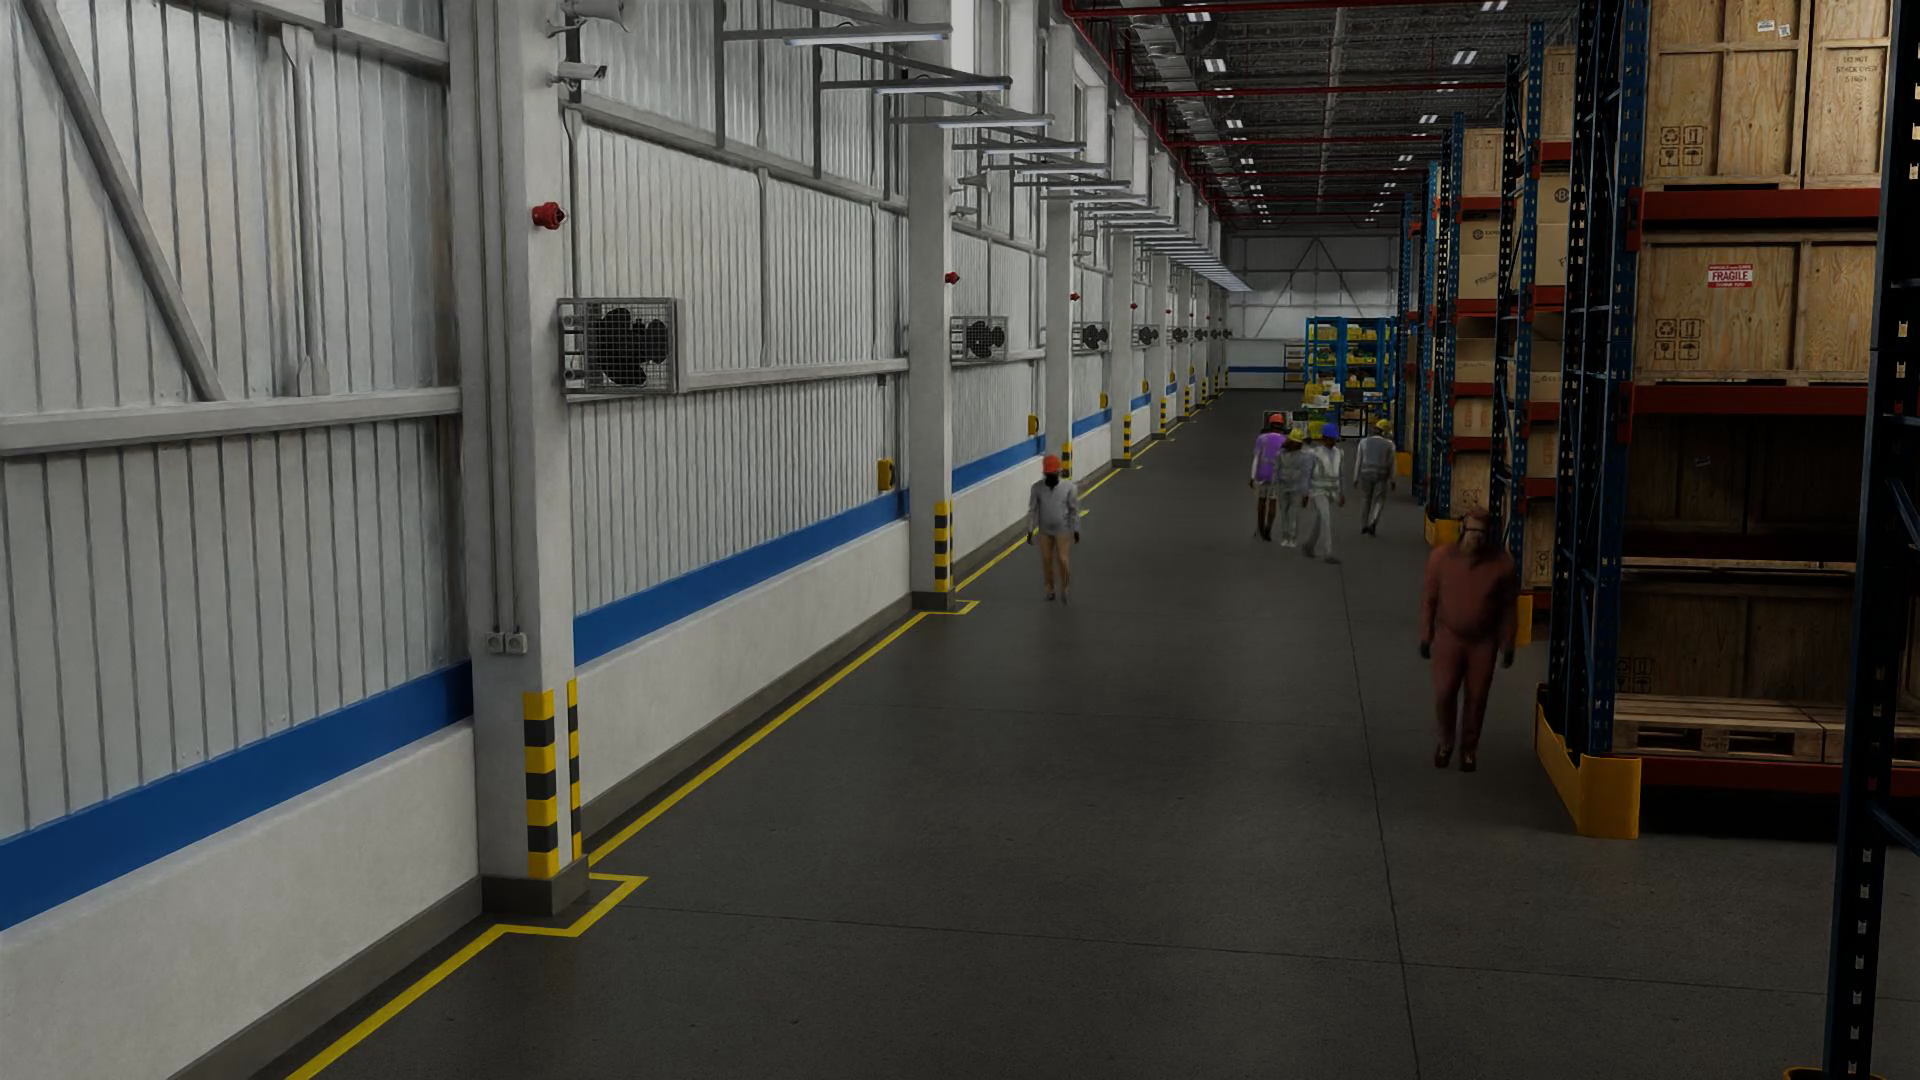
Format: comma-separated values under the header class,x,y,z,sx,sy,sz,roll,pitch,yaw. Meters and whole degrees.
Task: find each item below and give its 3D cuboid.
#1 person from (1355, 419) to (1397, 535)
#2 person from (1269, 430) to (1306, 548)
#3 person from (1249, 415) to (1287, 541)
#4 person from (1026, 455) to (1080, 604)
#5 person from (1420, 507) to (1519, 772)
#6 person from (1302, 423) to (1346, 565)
class,x,y,z,sx,sy,sz,roll,pitch,yaw
person,6.312,-0.951,25.334,0.662,1.790,0.594,4,8,31
person,4.708,-0.717,23.793,0.519,1.693,0.860,2,7,15
person,4.668,-0.945,25.003,0.610,1.858,0.982,2,7,12
person,1.072,-0.129,19.057,0.598,1.712,0.531,2,7,14
person,3.582,0.702,11.697,0.666,1.882,0.477,2,7,14
person,4.912,-0.652,22.534,0.616,1.904,0.967,-3,8,-25
